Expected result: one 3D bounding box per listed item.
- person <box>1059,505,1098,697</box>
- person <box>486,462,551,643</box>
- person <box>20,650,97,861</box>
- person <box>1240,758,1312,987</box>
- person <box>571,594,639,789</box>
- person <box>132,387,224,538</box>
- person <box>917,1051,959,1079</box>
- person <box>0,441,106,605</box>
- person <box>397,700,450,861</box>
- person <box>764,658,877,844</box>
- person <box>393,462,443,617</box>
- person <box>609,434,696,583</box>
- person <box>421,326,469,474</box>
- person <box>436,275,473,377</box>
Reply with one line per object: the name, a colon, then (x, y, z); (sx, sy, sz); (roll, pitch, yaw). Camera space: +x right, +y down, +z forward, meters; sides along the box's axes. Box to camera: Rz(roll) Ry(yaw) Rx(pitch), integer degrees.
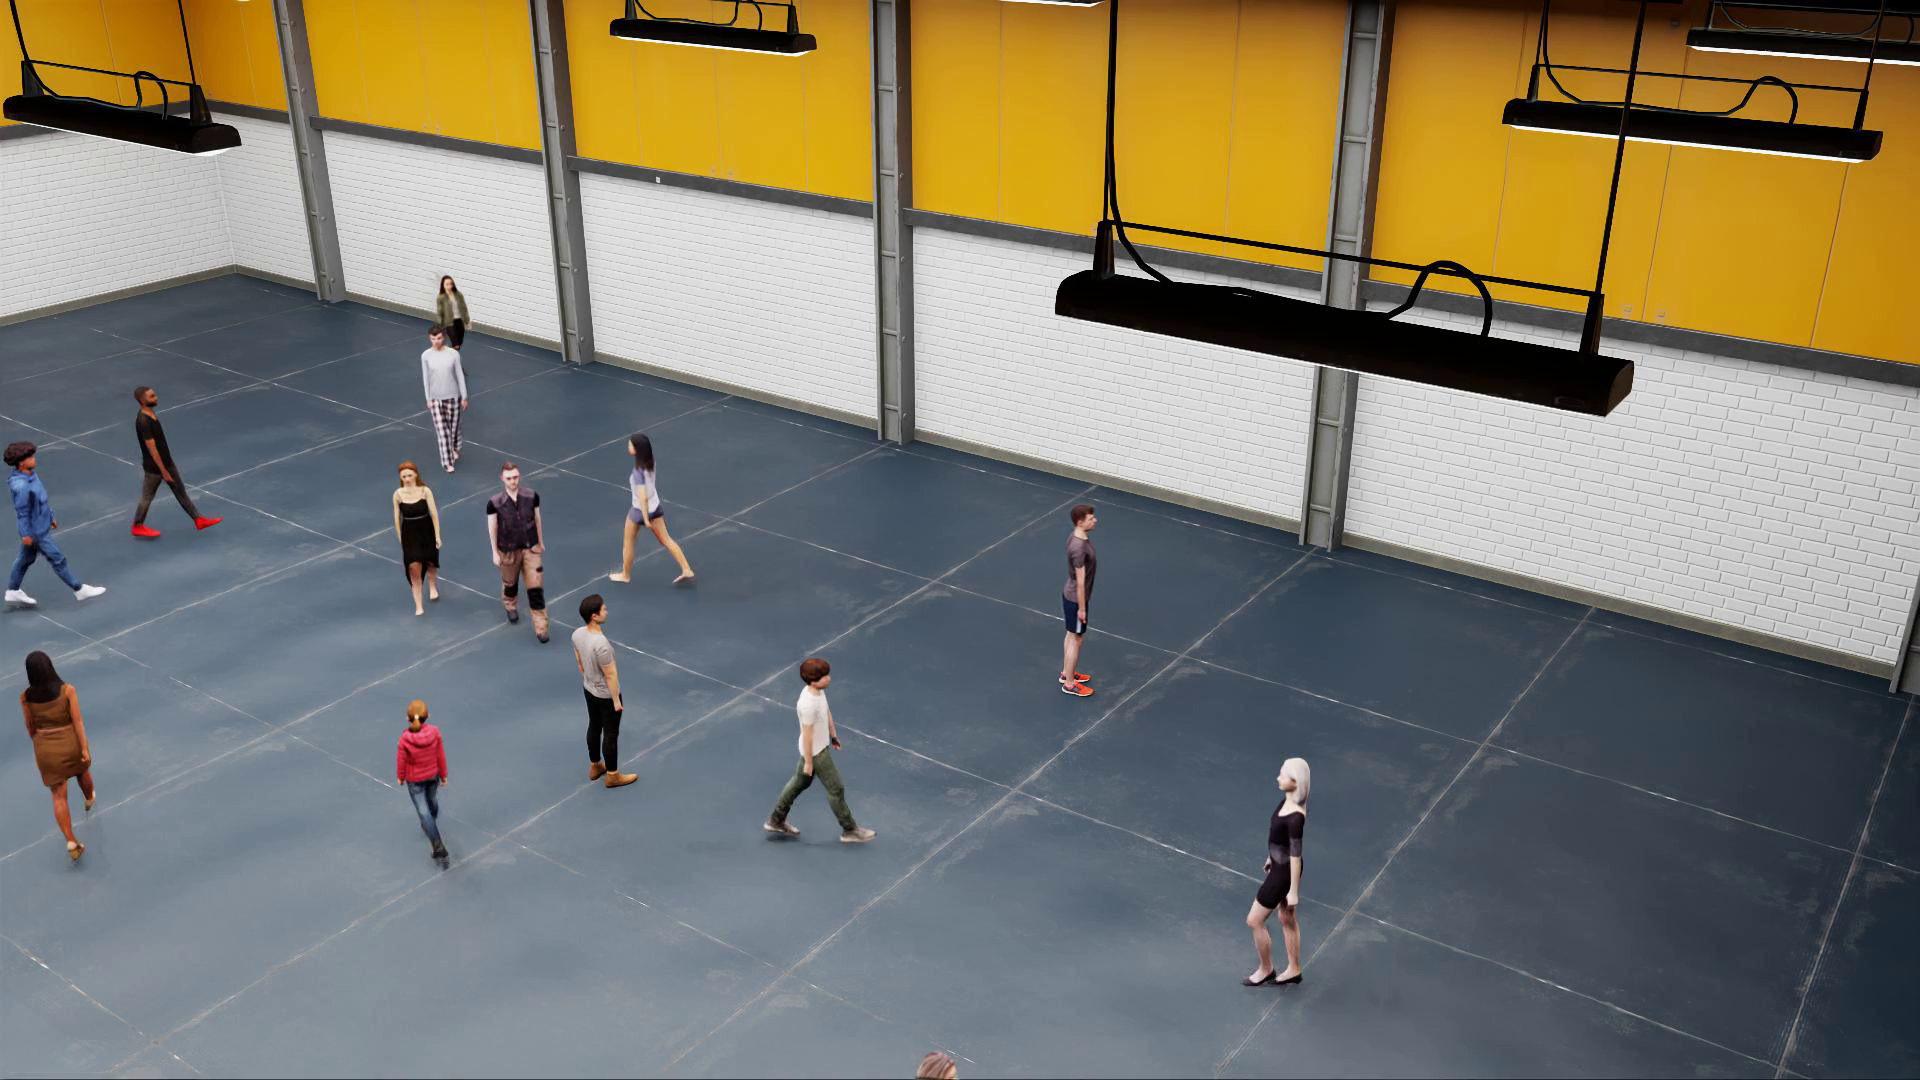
person: (1.089, 0.533, 15.375); (0.738, 1.851, 0.731); (1, 24, 1)
person: (-4.413, 0.068, 16.518); (1.099, 1.787, 1.312); (-10, 26, -22)
person: (-7.011, 1.712, 12.956); (1.002, 1.628, 1.171); (-8, 25, -17)
person: (2.307, 2.310, 11.353); (0.794, 1.815, 0.750); (3, 24, 8)
person: (-3.006, 1.248, 13.903); (0.515, 1.719, 0.703); (22, 32, 40)
person: (-9.079, -0.827, 18.601); (1.243, 1.759, 1.210); (-5, 24, -11)
person: (-0.135, 3.439, 8.933); (0.650, 1.685, 0.680); (6, 24, 14)
person: (-9.537, -0.119, 16.970); (1.212, 1.768, 1.227); (-7, 25, -16)
person: (-4.167, 1.889, 12.970); (0.677, 1.292, 0.950); (-17, 29, -34)
person: (-1.221, 1.670, 13.072); (1.190, 1.612, 1.003); (1, 24, 1)
person: (-5.536, -0.067, 17.085); (0.983, 1.581, 1.124); (-8, 25, -17)
person: (-3.203, -0.288, 17.457); (1.225, 1.687, 0.867); (6, 24, 13)
person: (-6.410, -1.784, 20.745); (1.094, 1.796, 1.227); (-7, 25, -15)
person: (-7.422, -3.161, 24.330); (0.746, 1.447, 1.040); (-19, 30, -36)
